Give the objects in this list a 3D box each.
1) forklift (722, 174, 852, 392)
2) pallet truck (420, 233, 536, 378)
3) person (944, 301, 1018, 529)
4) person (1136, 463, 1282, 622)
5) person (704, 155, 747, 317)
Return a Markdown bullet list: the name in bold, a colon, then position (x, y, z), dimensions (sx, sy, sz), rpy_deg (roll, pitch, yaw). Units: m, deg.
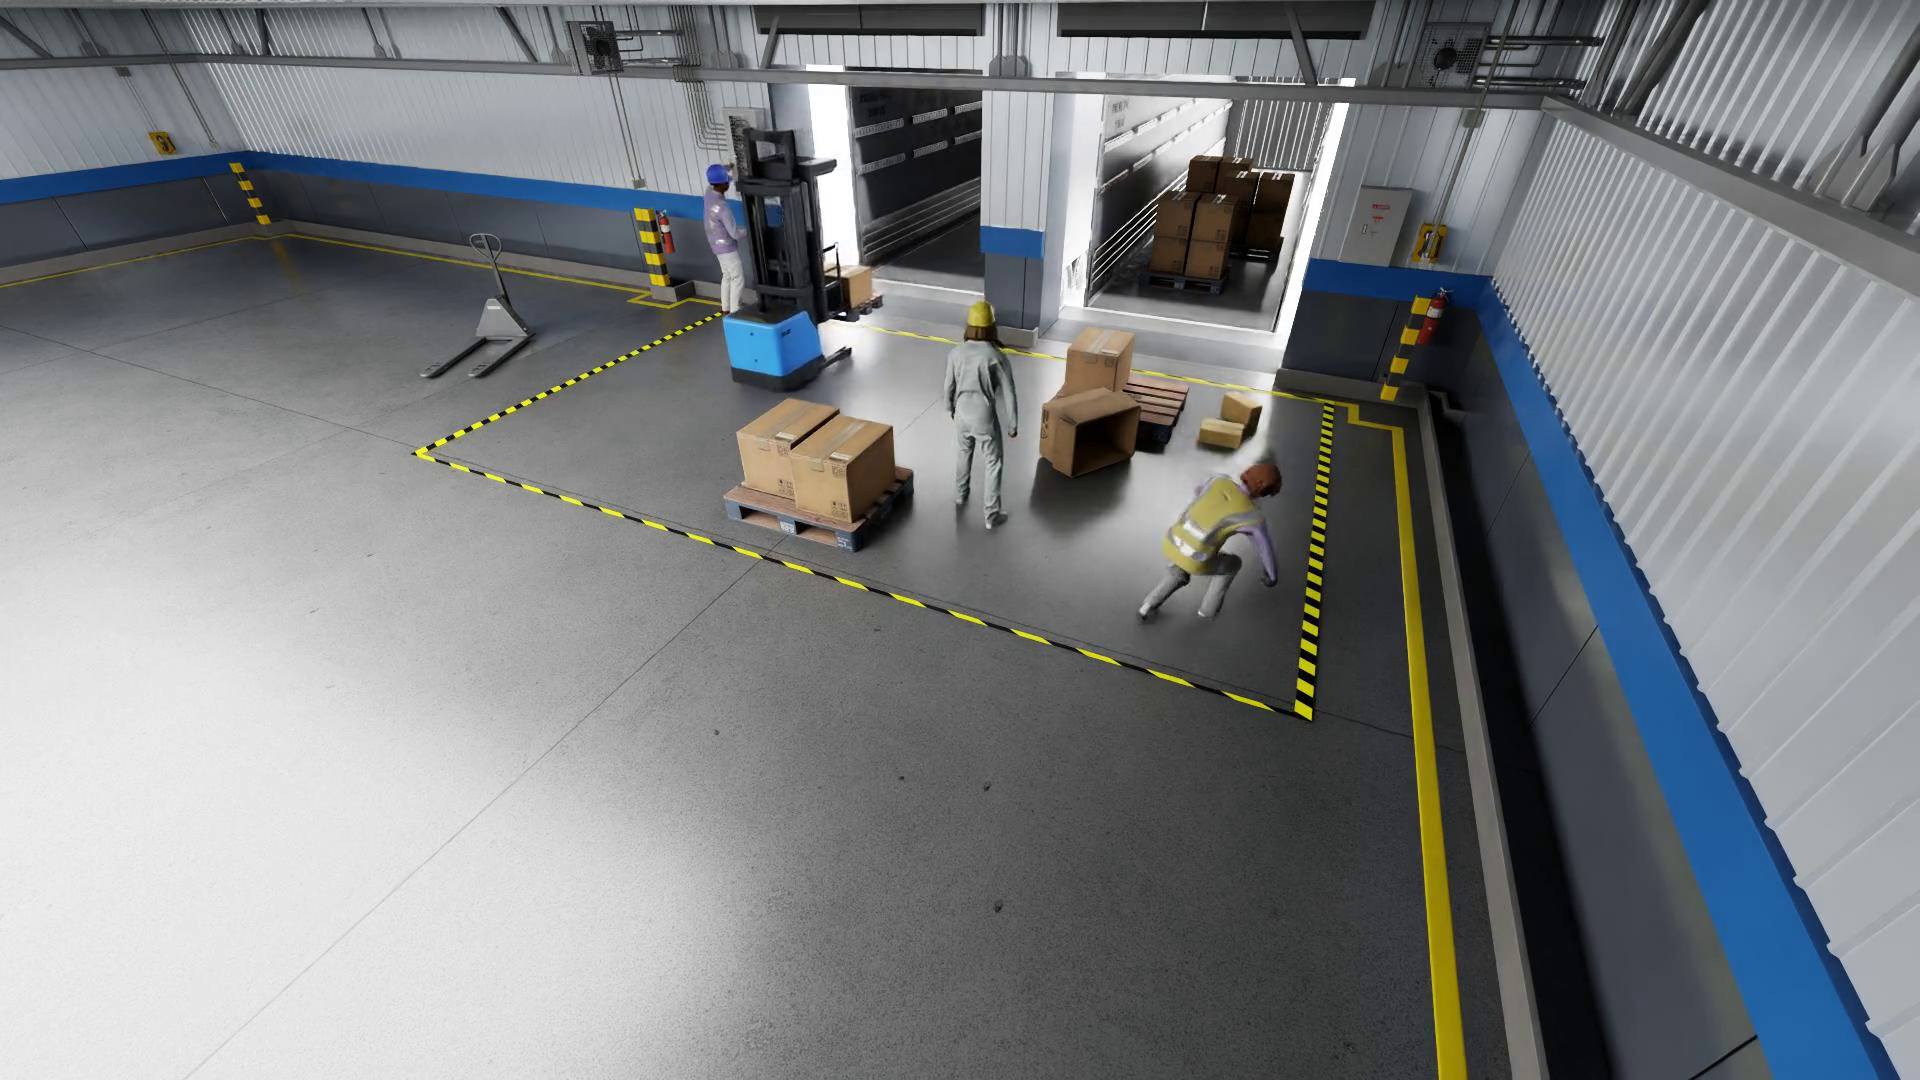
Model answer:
- **forklift**: position (-1.990, -2.659, 7.661), dimensions (0.716, 2.013, 0.776), rpy_deg (15, 38, 20)
- **pallet truck**: position (-5.664, -2.712, 8.427), dimensions (0.680, 1.201, 1.601), rpy_deg (0, 35, -1)
- **person**: position (0.142, -0.947, 5.614), dimensions (0.655, 1.643, 0.587), rpy_deg (16, 39, 21)
- **person**: position (1.590, 0.050, 4.786), dimensions (0.938, 1.153, 0.746), rpy_deg (-18, 39, -23)
- **person**: position (-2.889, -3.808, 9.393), dimensions (0.725, 1.907, 1.021), rpy_deg (-19, 40, -25)
